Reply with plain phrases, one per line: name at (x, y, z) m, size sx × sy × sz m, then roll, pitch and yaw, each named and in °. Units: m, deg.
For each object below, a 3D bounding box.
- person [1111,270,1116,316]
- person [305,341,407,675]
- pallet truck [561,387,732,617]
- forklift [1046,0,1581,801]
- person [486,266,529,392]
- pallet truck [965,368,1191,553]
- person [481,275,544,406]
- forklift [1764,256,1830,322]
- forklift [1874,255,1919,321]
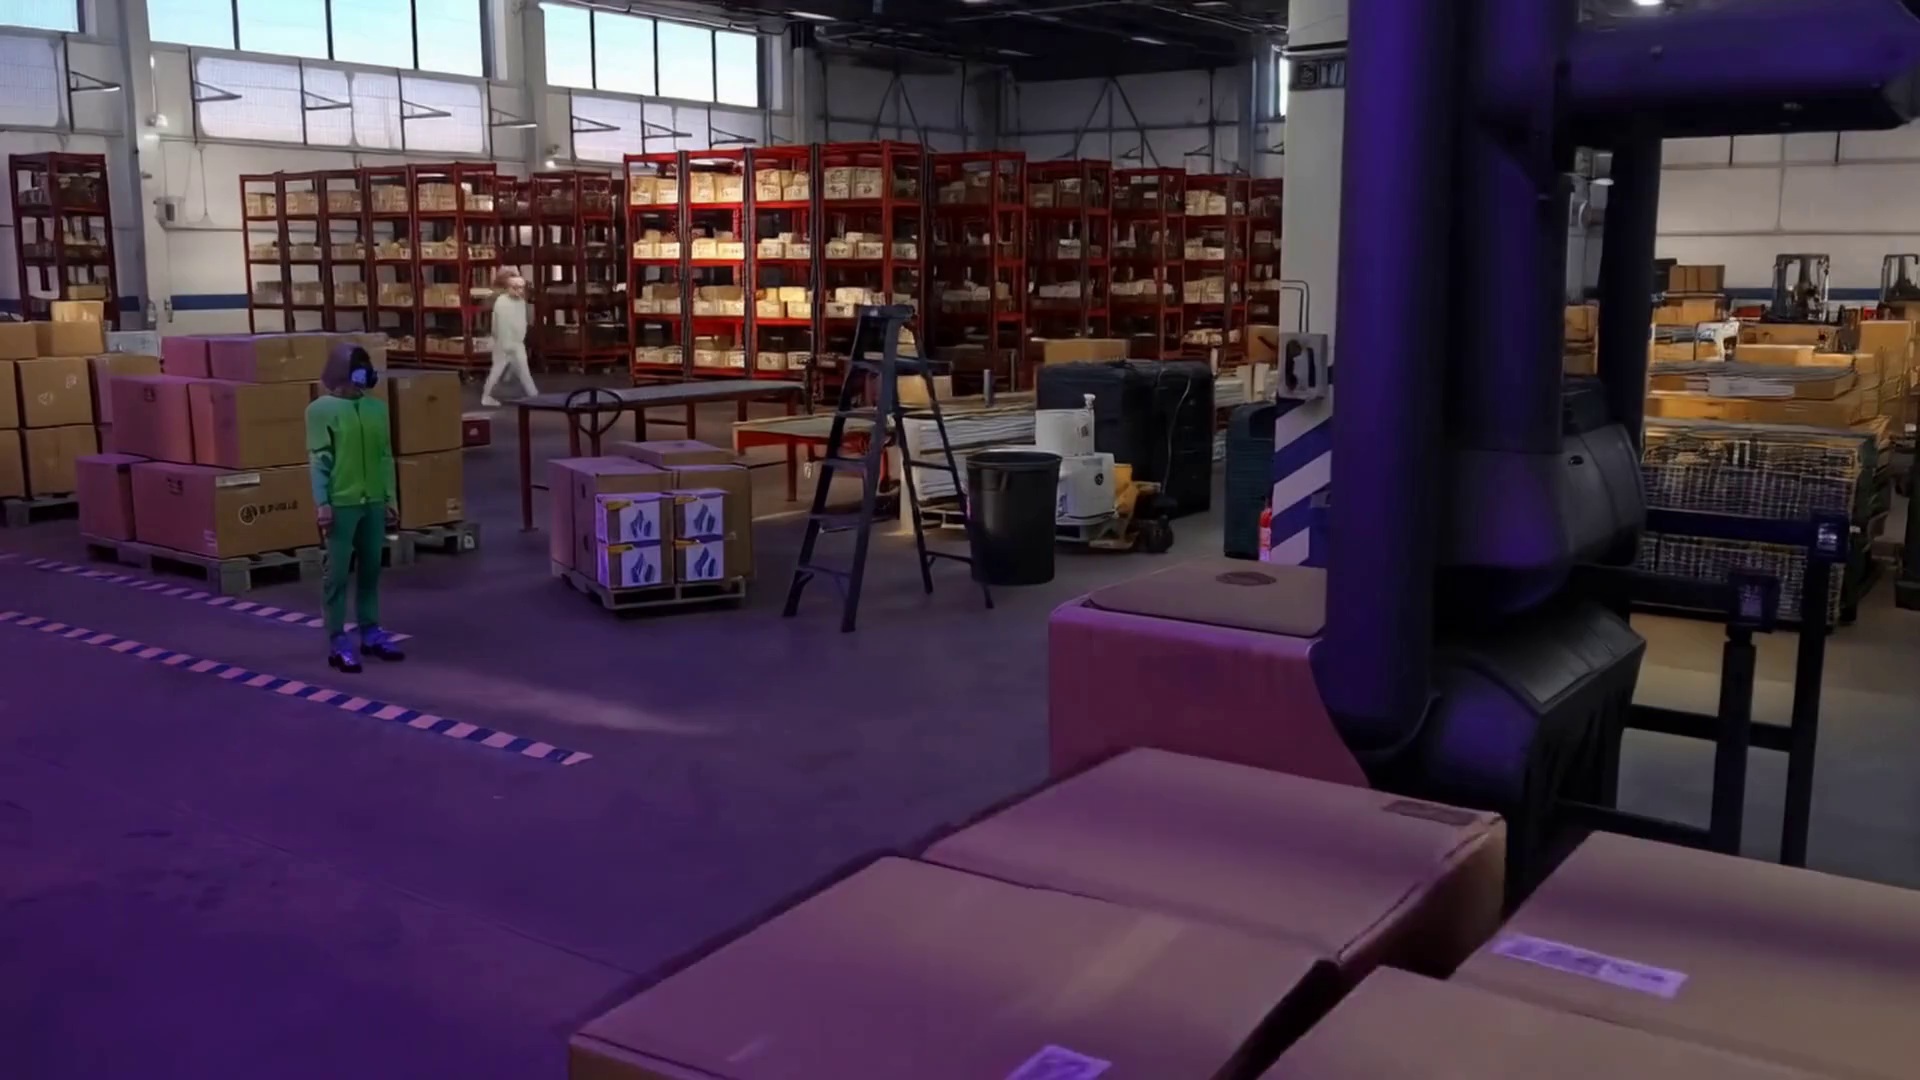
person at (3.668, -5.393, 38.732) m, size 0.564 × 1.847 × 0.395 m, roll 4°, pitch 10°, yaw 21°
person at (-2.990, -0.165, 8.232) m, size 0.285 × 1.633 × 0.498 m, roll 4°, pitch 11°, yaw 25°
pallet truck at (-1.981, -0.274, 10.088) m, size 0.680 × 1.201 × 1.601 m, roll -5°, pitch 11°, yaw -28°
forklift at (1.249, -0.137, 4.360) m, size 1.873 × 2.768 × 1.129 m, roll 7°, pitch 12°, yaw 35°
person at (-7.047, -3.270, 25.830) m, size 0.636 × 1.934 × 1.050 m, roll 3°, pitch 10°, yaw 16°
pallet truck at (0.845, -0.609, 11.869) m, size 1.630 × 1.274 × 0.653 m, roll 7°, pitch 12°, yaw 35°
person at (-6.235, -2.768, 23.174) m, size 1.023 × 1.827 × 0.679 m, roll 2°, pitch 10°, yaw 10°
forklift at (20.253, -5.854, 40.139) m, size 1.157 × 1.987 × 2.680 m, roll 7°, pitch 12°, yaw 35°
forklift at (22.089, -5.634, 38.796) m, size 1.157 × 1.987 × 2.680 m, roll 6°, pitch 11°, yaw 33°
